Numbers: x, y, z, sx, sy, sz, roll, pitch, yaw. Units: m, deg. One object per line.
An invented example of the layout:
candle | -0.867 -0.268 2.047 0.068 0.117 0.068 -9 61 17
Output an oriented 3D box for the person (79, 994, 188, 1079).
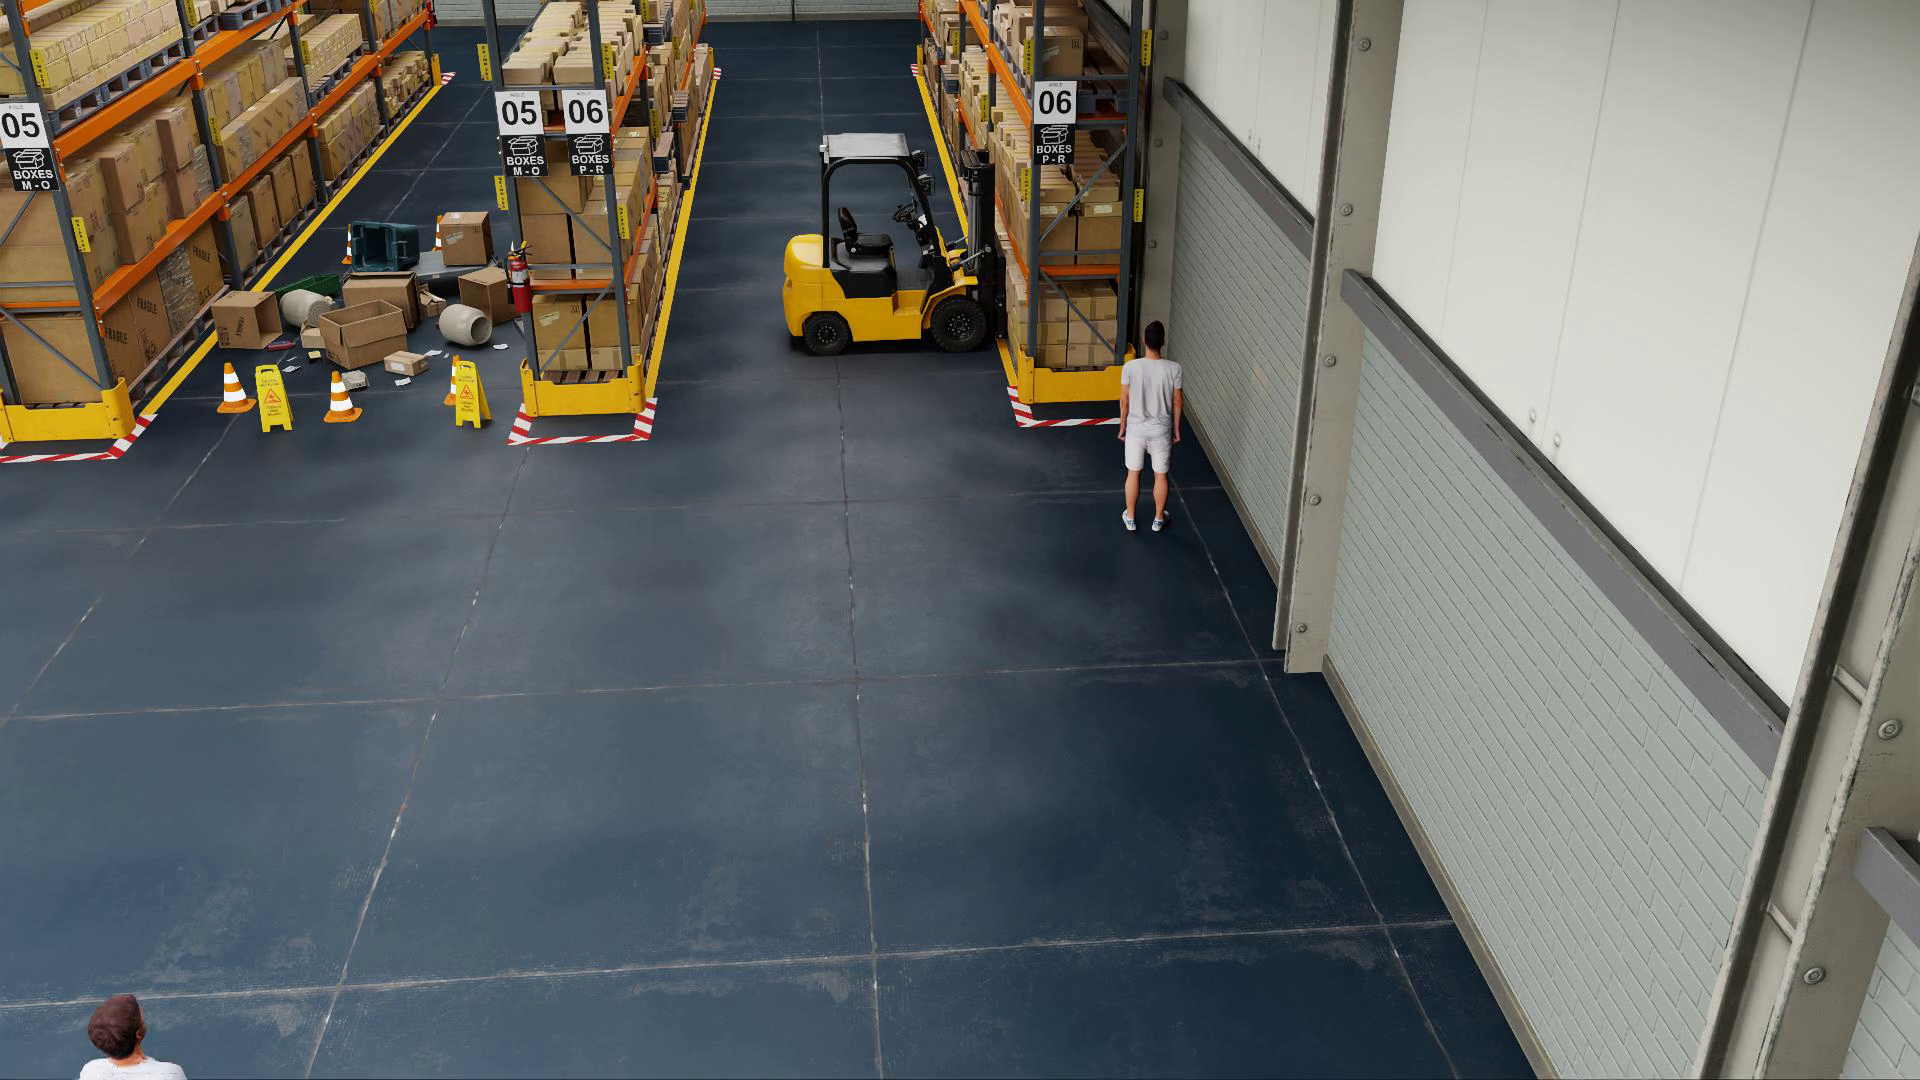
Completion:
person | -3.364 2.725 6.913 0.693 1.816 1.176 -1 27 -2

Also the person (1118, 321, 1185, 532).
person | 1.595 -0.952 14.012 0.727 1.855 0.627 3 27 5
